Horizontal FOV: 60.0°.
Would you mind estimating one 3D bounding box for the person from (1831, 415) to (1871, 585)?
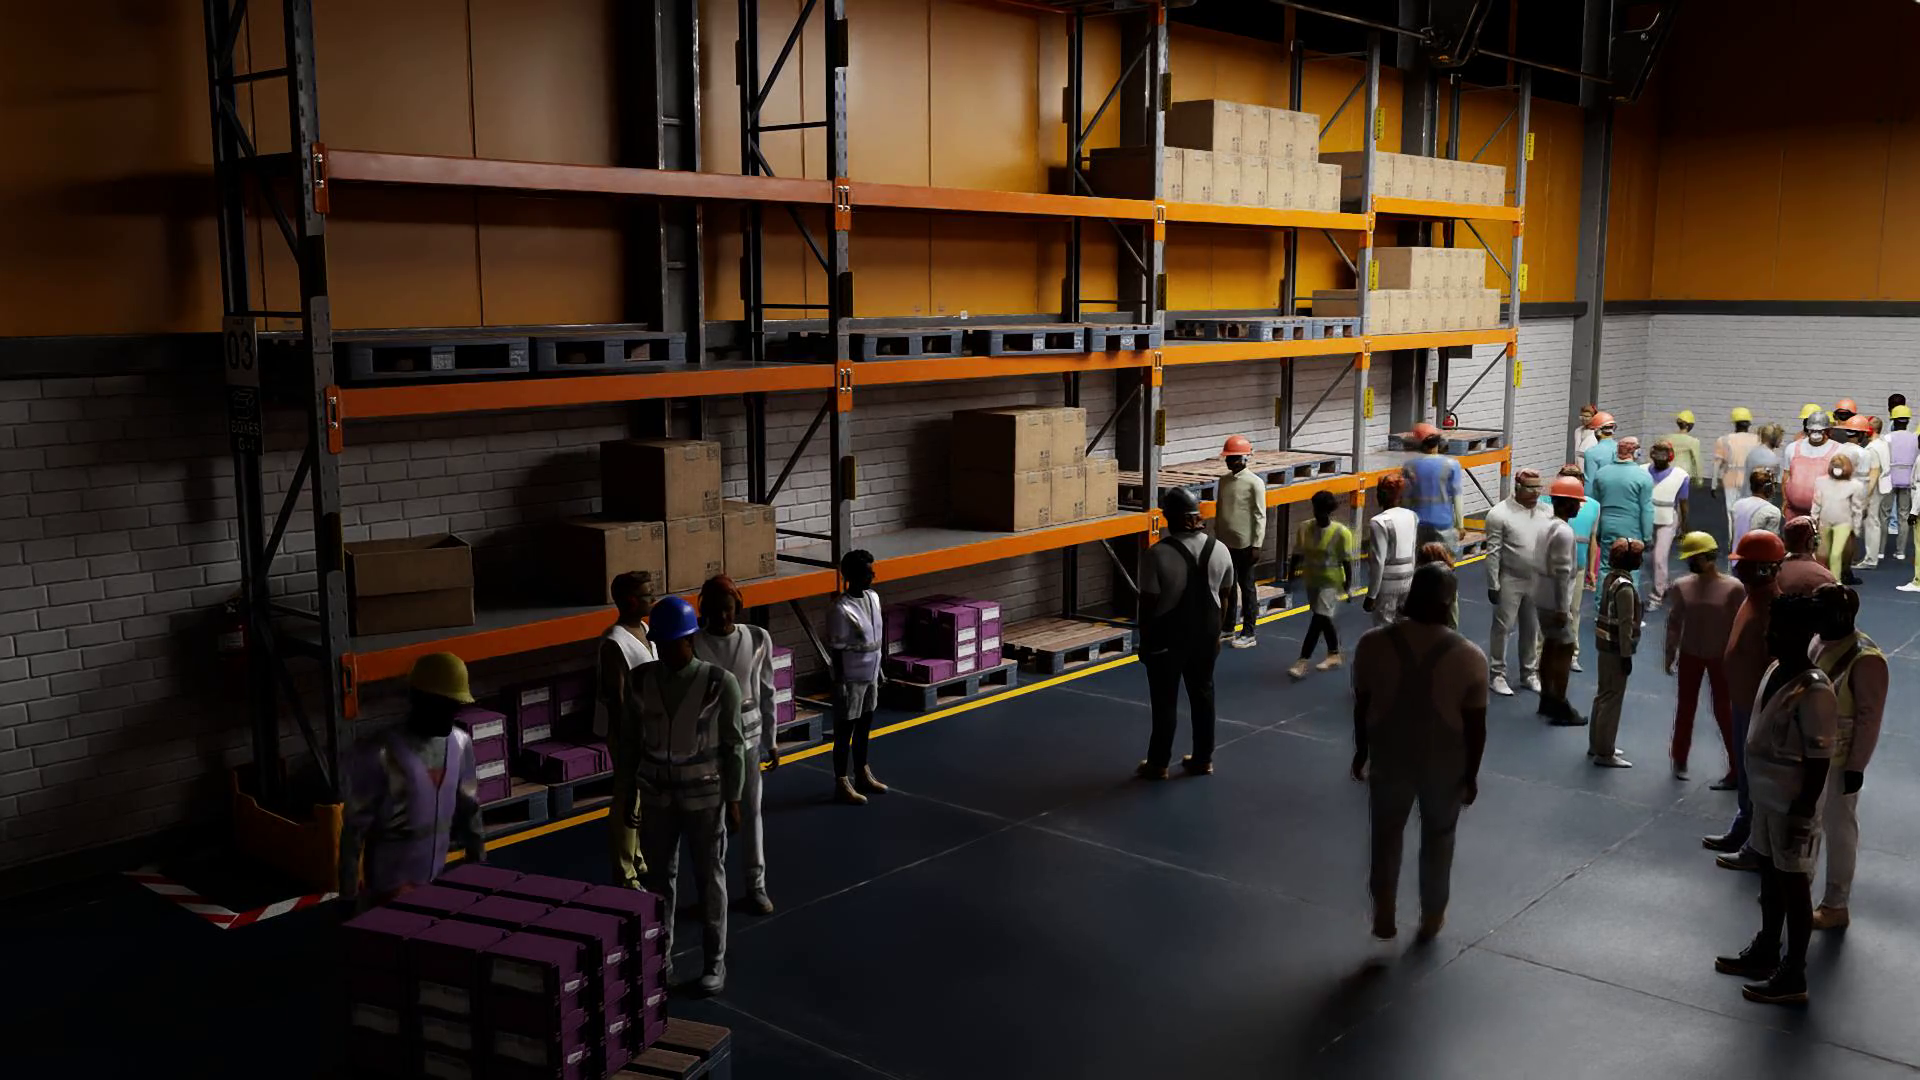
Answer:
[{"bbox_3d":[10.087,-0.452,18.870,0.386,1.929,0.543,-3,9,-20],"label":"person"}]

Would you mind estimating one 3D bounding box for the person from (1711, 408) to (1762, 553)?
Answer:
[{"bbox_3d":[9.669,-0.700,20.649,0.596,1.876,0.993,2,9,12],"label":"person"}]

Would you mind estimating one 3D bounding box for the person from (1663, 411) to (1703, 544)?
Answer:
[{"bbox_3d":[9.474,-0.825,21.847,0.854,1.728,0.555,-6,11,-34],"label":"person"}]

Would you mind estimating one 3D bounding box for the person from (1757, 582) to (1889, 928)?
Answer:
[{"bbox_3d":[4.611,1.135,8.900,0.429,1.843,0.630,-2,9,-10],"label":"person"}]

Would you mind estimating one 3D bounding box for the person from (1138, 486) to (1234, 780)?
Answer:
[{"bbox_3d":[1.514,0.629,11.521,0.681,2.000,0.535,-3,9,-21],"label":"person"}]

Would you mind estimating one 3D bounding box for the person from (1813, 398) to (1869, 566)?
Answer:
[{"bbox_3d":[10.610,-0.692,20.089,0.612,2.030,0.403,5,10,30],"label":"person"}]

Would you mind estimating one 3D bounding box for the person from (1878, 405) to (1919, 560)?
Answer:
[{"bbox_3d":[11.556,-0.703,20.534,0.588,1.913,0.398,1,9,6],"label":"person"}]

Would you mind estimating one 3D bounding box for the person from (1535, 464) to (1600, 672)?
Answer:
[{"bbox_3d":[5.316,0.244,14.652,0.565,1.840,0.390,1,9,7],"label":"person"}]

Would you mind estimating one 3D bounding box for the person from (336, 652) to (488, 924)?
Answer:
[{"bbox_3d":[-2.306,1.398,7.020,0.545,1.887,0.617,4,10,23],"label":"person"}]

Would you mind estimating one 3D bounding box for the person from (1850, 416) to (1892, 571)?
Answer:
[{"bbox_3d":[10.855,-0.552,19.775,0.390,1.841,0.564,6,11,35],"label":"person"}]

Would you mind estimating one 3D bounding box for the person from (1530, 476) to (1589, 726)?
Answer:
[{"bbox_3d":[4.670,0.465,12.966,0.411,1.922,0.557,0,9,2],"label":"person"}]

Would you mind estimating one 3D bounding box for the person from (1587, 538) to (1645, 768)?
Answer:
[{"bbox_3d":[4.665,0.790,11.798,0.312,1.632,0.514,2,9,11],"label":"person"}]

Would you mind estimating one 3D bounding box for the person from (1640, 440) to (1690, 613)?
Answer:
[{"bbox_3d":[7.351,-0.161,17.379,0.655,1.811,0.596,-7,11,-38],"label":"person"}]

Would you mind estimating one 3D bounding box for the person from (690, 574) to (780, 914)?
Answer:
[{"bbox_3d":[-1.270,1.107,8.975,0.584,1.877,0.362,-4,10,-23],"label":"person"}]

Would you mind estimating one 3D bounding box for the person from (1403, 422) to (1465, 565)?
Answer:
[{"bbox_3d":[4.852,-0.202,16.998,0.653,2.002,0.550,8,12,41],"label":"person"}]

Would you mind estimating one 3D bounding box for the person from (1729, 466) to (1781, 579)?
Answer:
[{"bbox_3d":[6.895,0.277,14.469,0.349,1.837,0.502,-3,9,-21],"label":"person"}]

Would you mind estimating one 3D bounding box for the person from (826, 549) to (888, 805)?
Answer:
[{"bbox_3d":[-0.682,0.891,10.965,0.319,1.690,0.527,5,10,28],"label":"person"}]

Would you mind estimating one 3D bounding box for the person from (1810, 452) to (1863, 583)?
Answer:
[{"bbox_3d":[9.490,-0.160,17.986,0.658,1.607,0.490,-8,12,-42],"label":"person"}]

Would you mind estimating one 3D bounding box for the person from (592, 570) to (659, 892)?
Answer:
[{"bbox_3d":[-1.826,1.080,9.225,0.389,1.850,0.564,0,9,3],"label":"person"}]

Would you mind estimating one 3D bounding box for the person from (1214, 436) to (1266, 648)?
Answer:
[{"bbox_3d":[2.595,0.014,15.630,0.386,1.992,0.625,-6,10,-32],"label":"person"}]

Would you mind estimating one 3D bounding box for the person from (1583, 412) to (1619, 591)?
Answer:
[{"bbox_3d":[7.127,-0.424,18.488,0.610,1.986,0.392,-4,10,-24],"label":"person"}]

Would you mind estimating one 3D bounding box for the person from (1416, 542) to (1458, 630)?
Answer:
[{"bbox_3d":[3.270,0.824,11.571,0.271,1.632,0.508,-2,9,-11],"label":"person"}]

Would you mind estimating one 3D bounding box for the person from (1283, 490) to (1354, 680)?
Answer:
[{"bbox_3d":[3.087,0.381,14.366,0.832,1.639,0.593,-7,11,-39],"label":"person"}]

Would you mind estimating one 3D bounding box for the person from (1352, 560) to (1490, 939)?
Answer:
[{"bbox_3d":[2.362,1.086,8.574,0.693,2.000,0.699,4,10,22],"label":"person"}]

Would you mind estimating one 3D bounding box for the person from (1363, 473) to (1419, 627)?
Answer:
[{"bbox_3d":[3.493,0.395,13.532,0.578,1.882,0.346,-8,12,-40],"label":"person"}]

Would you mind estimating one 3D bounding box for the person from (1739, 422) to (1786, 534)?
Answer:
[{"bbox_3d":[8.703,-0.332,18.107,0.431,1.918,0.666,1,9,4],"label":"person"}]

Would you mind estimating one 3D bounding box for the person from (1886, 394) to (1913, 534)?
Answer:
[{"bbox_3d":[12.763,-1.034,22.660,0.390,1.913,0.587,7,11,39],"label":"person"}]

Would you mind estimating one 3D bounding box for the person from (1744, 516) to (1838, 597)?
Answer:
[{"bbox_3d":[5.498,0.782,11.012,0.394,1.899,0.642,-5,10,-29],"label":"person"}]

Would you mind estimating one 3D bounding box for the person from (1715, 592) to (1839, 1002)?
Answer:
[{"bbox_3d":[3.940,1.216,7.972,0.363,1.966,0.610,1,9,4],"label":"person"}]

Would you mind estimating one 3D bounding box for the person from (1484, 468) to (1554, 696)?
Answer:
[{"bbox_3d":[4.667,0.346,13.812,0.644,1.900,0.399,-2,9,-14],"label":"person"}]

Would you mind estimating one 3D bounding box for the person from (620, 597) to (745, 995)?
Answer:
[{"bbox_3d":[-1.339,1.223,7.987,0.612,1.946,0.405,2,9,10],"label":"person"}]

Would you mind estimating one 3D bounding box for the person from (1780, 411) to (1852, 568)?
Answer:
[{"bbox_3d":[9.378,-0.426,18.325,0.683,2.000,0.535,8,12,42],"label":"person"}]

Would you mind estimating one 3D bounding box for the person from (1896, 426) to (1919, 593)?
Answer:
[{"bbox_3d":[10.660,-0.378,18.370,0.587,1.930,0.359,-7,11,-39],"label":"person"}]

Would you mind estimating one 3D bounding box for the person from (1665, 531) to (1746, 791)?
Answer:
[{"bbox_3d":[5.114,0.808,11.367,0.588,1.740,0.369,9,12,44],"label":"person"}]

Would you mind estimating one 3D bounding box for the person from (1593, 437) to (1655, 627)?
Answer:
[{"bbox_3d":[6.621,-0.080,16.572,0.396,1.897,0.674,-6,10,-32],"label":"person"}]

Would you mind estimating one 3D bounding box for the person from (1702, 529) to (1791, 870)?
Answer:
[{"bbox_3d":[4.644,0.927,9.746,0.384,1.993,0.623,2,9,12],"label":"person"}]
